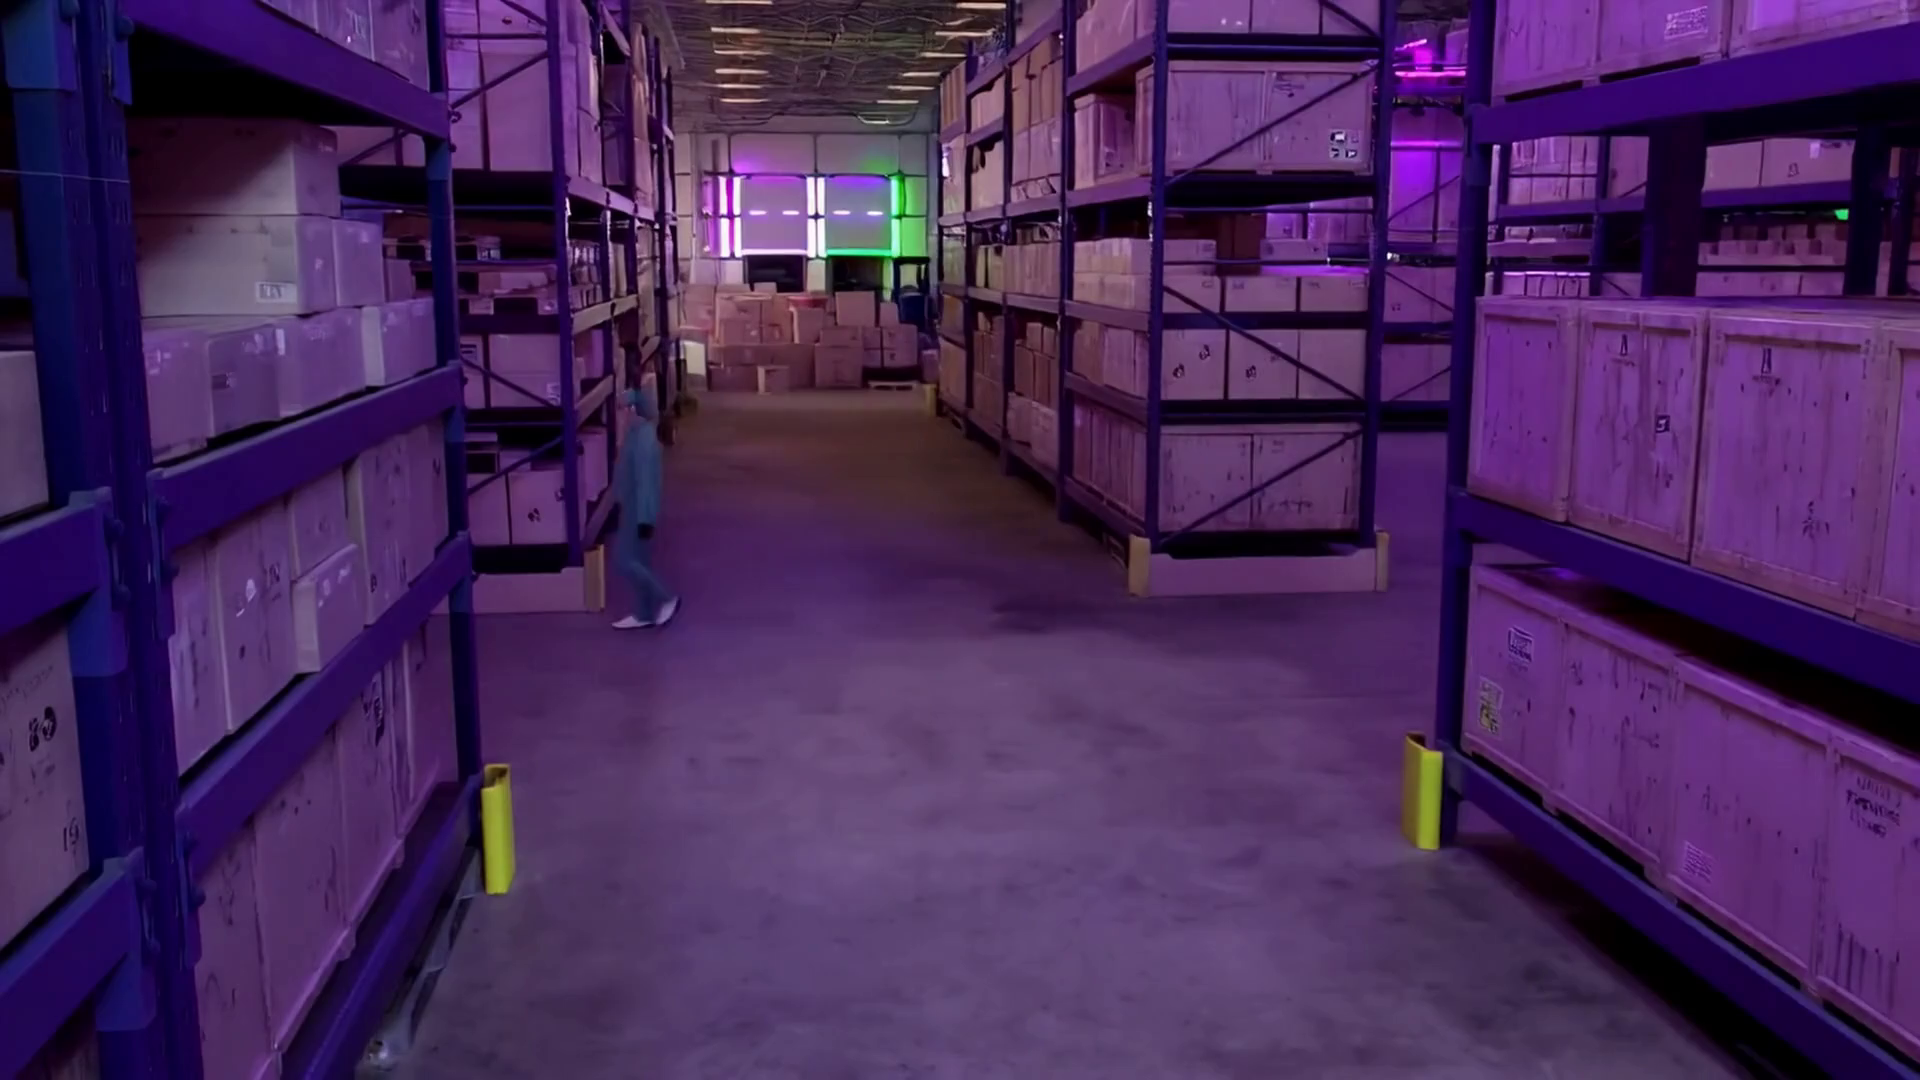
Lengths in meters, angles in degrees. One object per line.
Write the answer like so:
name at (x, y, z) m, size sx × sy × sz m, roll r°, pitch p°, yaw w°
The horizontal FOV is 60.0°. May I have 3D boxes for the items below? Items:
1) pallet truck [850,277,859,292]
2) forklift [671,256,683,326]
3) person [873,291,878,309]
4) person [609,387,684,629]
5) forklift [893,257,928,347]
pallet truck at (-3.782, -9.391, 65.808) m, size 1.885 × 1.965 × 0.823 m, roll 2°, pitch 10°, yaw 10°
forklift at (-11.356, -9.574, 64.303) m, size 1.129 × 2.768 × 1.873 m, roll -1°, pitch 10°, yaw -7°
person at (-2.907, -7.525, 55.831) m, size 0.374 × 1.682 × 0.555 m, roll 0°, pitch 10°, yaw 0°
person at (-2.458, -0.231, 12.793) m, size 0.465 × 1.888 × 0.649 m, roll -1°, pitch 10°, yaw -7°
forklift at (-1.587, -7.450, 51.935) m, size 1.129 × 2.768 × 1.873 m, roll -2°, pitch 10°, yaw -14°
